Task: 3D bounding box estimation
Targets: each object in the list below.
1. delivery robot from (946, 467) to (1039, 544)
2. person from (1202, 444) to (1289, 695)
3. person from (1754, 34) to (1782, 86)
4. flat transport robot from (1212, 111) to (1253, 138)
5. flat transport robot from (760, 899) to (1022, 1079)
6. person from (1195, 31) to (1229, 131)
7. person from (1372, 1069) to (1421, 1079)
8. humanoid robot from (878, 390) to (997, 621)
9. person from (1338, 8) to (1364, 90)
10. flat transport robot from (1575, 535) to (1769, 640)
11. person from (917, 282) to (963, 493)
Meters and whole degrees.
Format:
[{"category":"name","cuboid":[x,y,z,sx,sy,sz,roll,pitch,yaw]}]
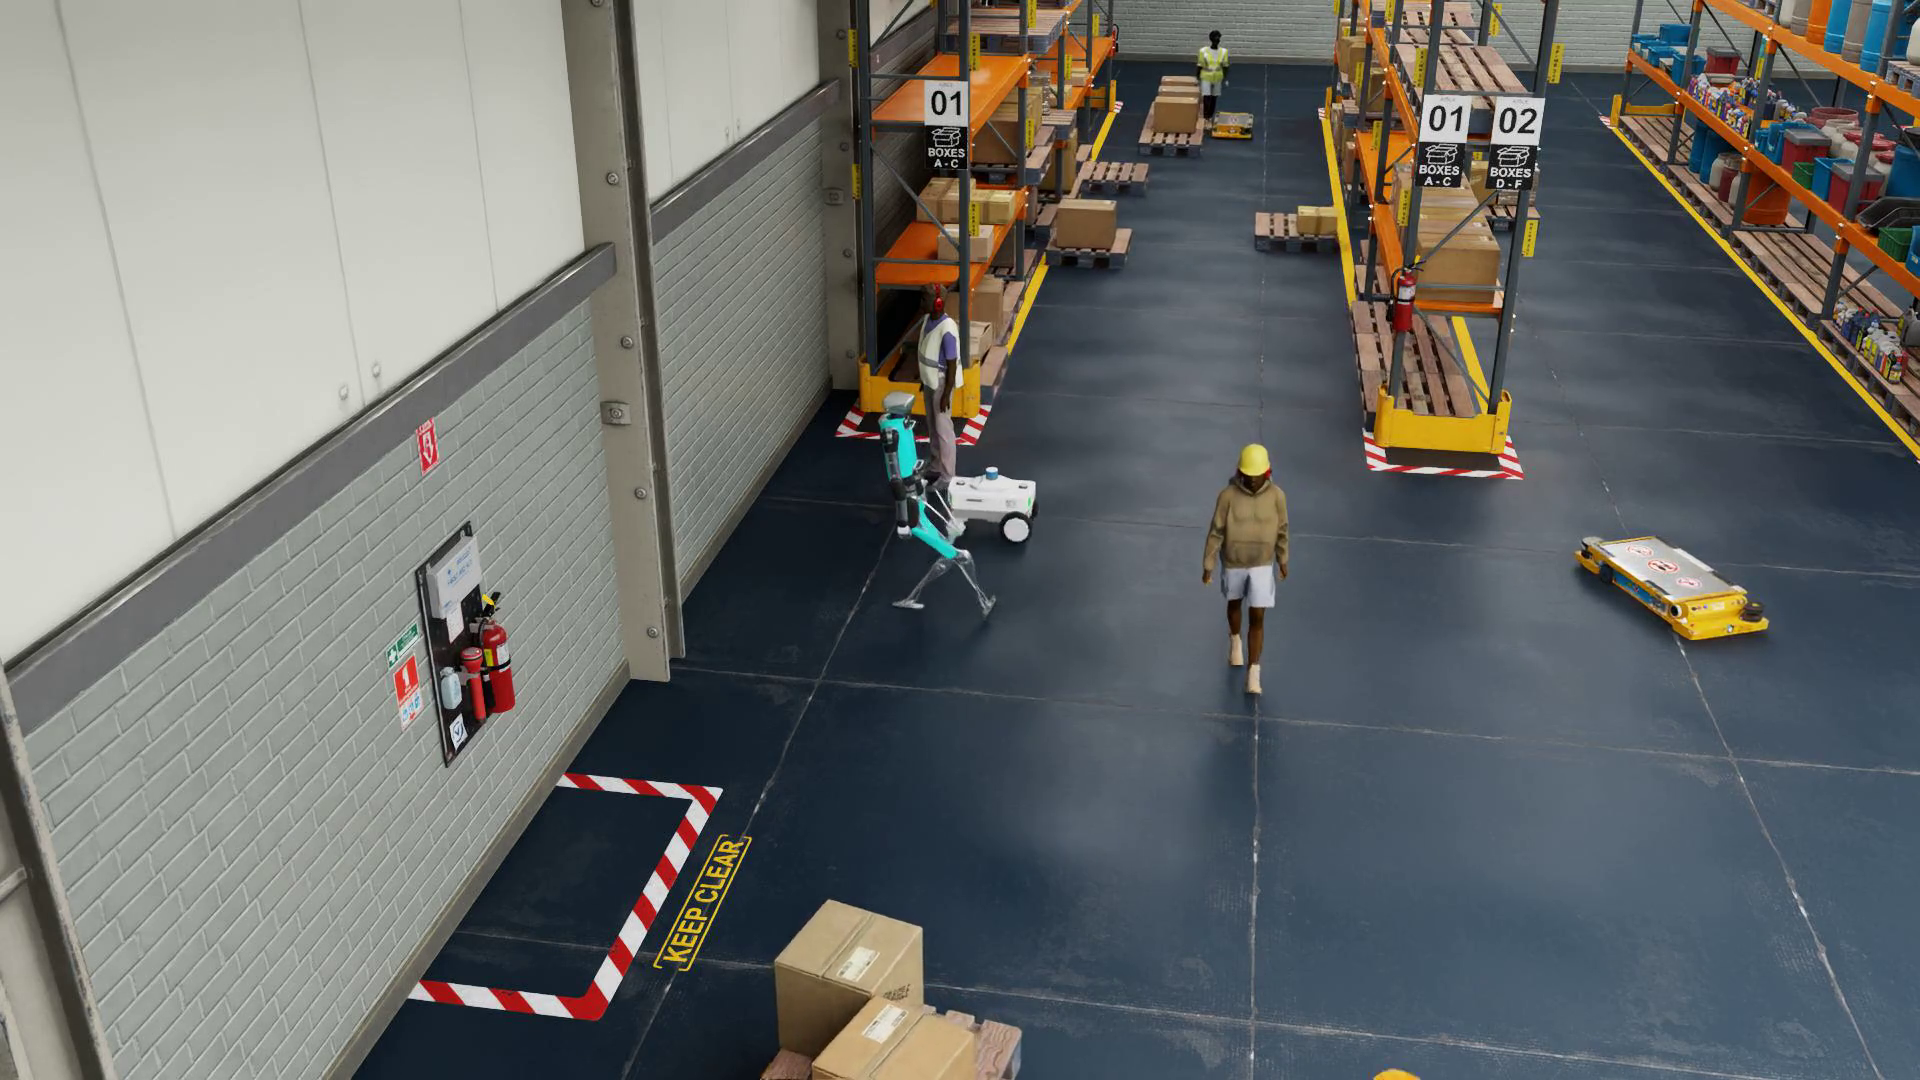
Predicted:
[{"category":"delivery robot","cuboid":[0.280,-0.297,13.674,0.813,0.610,0.499,3,25,7]},{"category":"person","cuboid":[1.929,0.186,11.235,0.579,1.716,0.886,3,25,7]},{"category":"person","cuboid":[15.877,-9.813,32.601,0.323,1.760,0.523,-17,30,-33]},{"category":"flat transport robot","cuboid":[4.704,-7.145,28.650,0.659,0.231,1.431,4,25,9]},{"category":"flat transport robot","cuboid":[-0.348,2.729,7.516,1.431,0.231,0.659,9,26,18]},{"category":"person","cuboid":[4.352,-7.857,28.516,0.564,1.667,0.759,-3,25,-7]},{"category":"person","cuboid":[1.482,2.599,5.898,0.587,1.878,0.445,-13,28,-26]},{"category":"humanoid robot","cuboid":[-0.096,-0.217,12.108,0.969,1.766,0.555,4,25,9]},{"category":"person","cuboid":[7.765,-9.566,31.995,0.874,1.832,0.521,10,27,20]},{"category":"flat transport robot","cuboid":[5.388,0.331,12.649,0.659,0.231,1.431,-7,26,-14]},{"category":"person","cuboid":[-0.184,-1.326,14.332,0.385,1.845,0.569,-9,27,-19]}]
